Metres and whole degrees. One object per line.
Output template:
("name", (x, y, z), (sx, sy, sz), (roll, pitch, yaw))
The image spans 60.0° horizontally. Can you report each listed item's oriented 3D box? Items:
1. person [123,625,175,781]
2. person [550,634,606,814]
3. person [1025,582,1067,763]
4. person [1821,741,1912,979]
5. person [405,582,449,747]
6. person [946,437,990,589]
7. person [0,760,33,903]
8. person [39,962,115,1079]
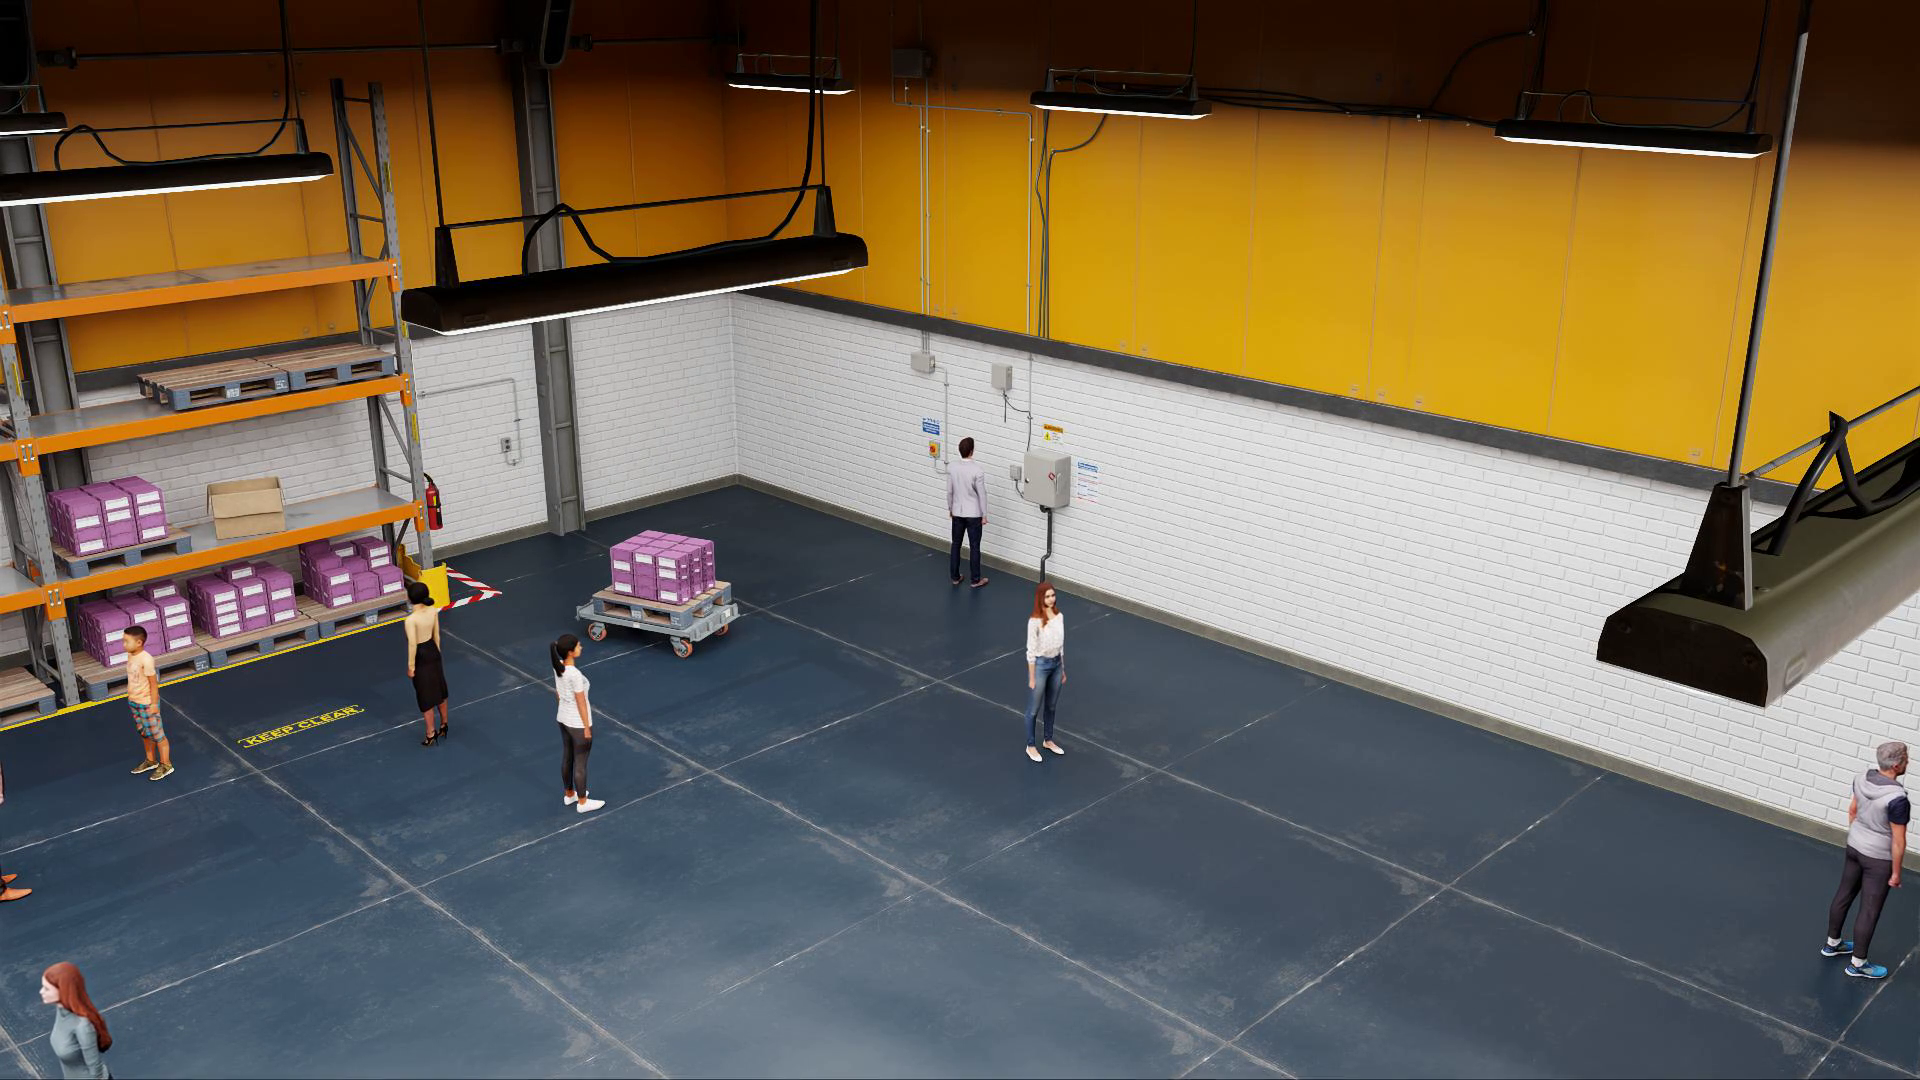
("person", (-7.523, 1.478, 15.353), (0.568, 1.461, 0.552), (11, 22, 30))
("person", (-3.413, 1.601, 14.695), (0.536, 1.647, 0.575), (-16, 24, -39))
("person", (0.799, 1.219, 15.703), (0.502, 1.728, 0.671), (-12, 22, -32))
("person", (6.715, 2.321, 12.276), (0.788, 1.826, 0.773), (-3, 19, -8))
("person", (-5.118, 1.179, 15.941), (0.700, 1.653, 0.581), (9, 21, 24))
("person", (0.078, -0.343, 20.148), (0.743, 1.852, 0.691), (9, 21, 25))
("person", (-7.828, 2.009, 13.232), (0.586, 1.808, 0.685), (-16, 24, -39))
("person", (-5.085, 3.228, 9.717), (0.543, 1.742, 0.590), (-15, 24, -38))
